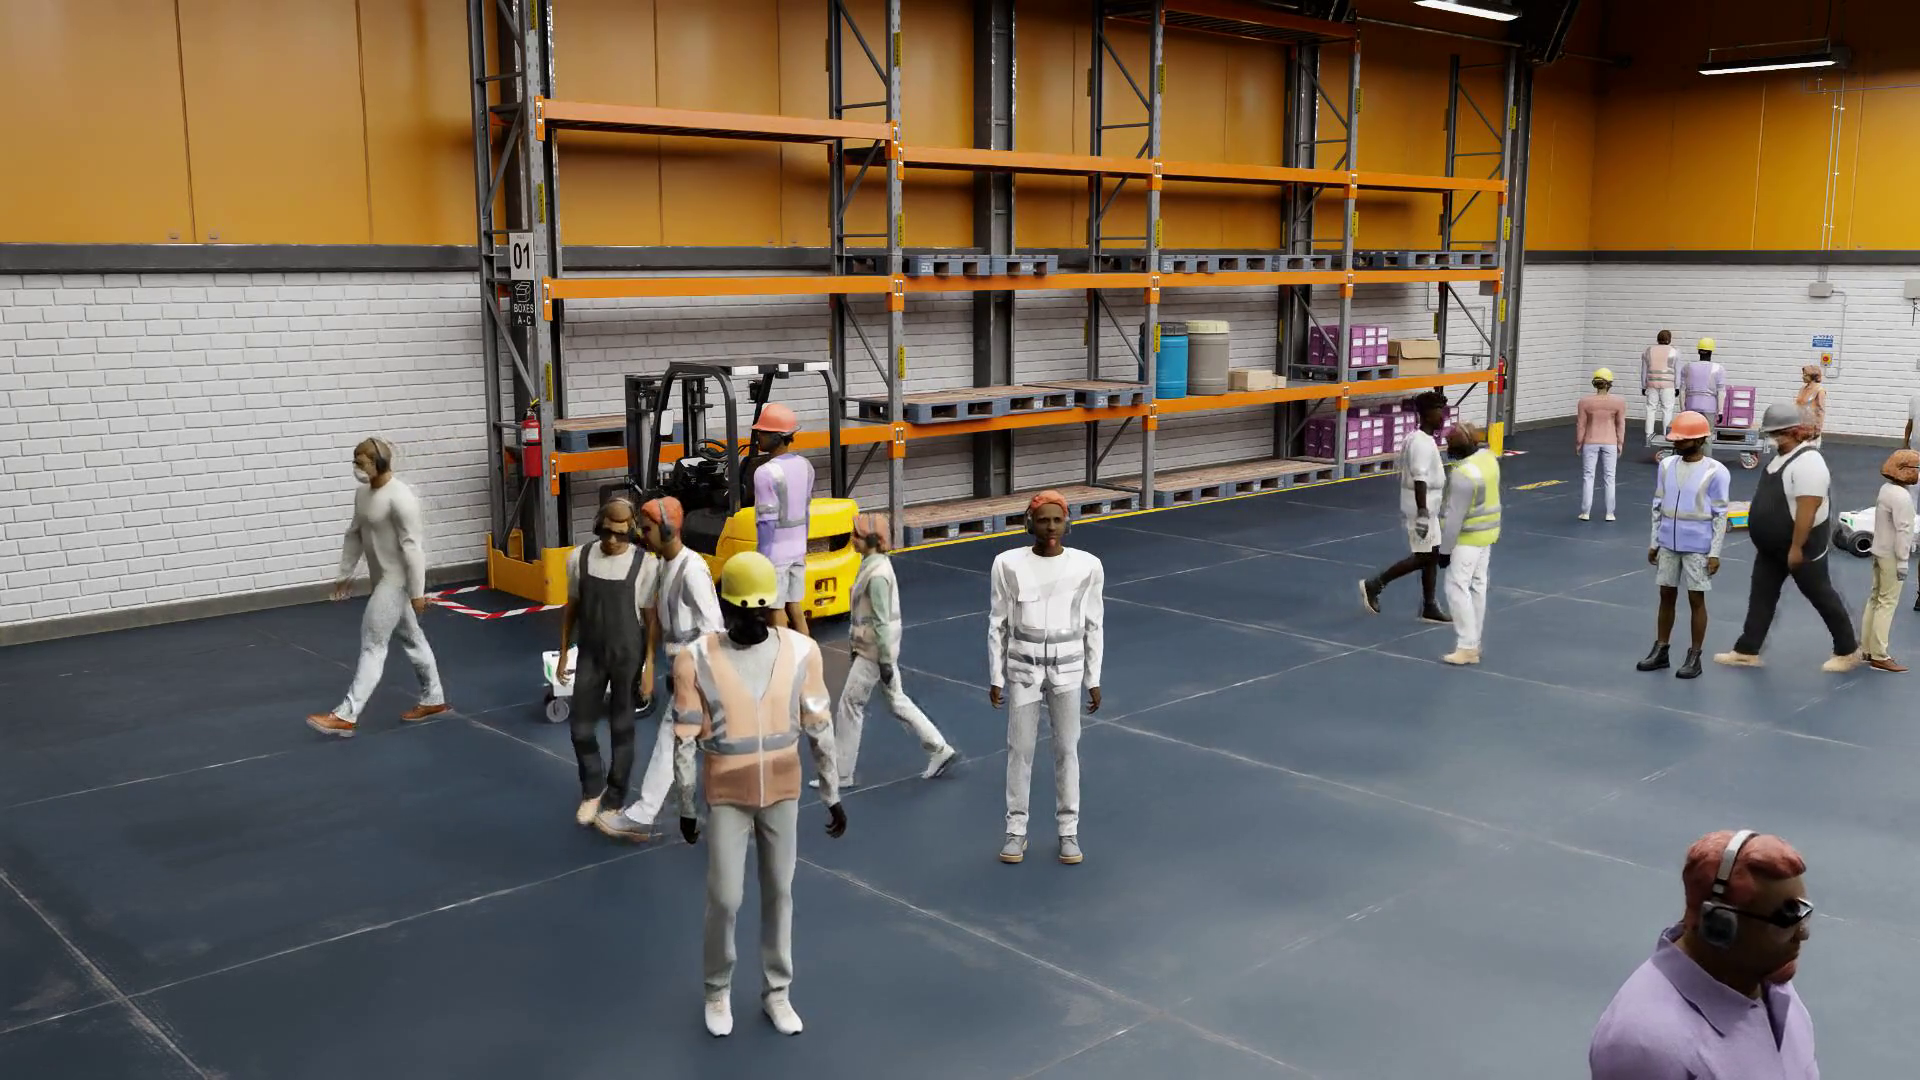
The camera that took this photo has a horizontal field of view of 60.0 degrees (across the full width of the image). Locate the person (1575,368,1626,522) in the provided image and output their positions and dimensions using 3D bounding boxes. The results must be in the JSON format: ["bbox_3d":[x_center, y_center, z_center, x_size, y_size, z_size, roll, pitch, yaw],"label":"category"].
[{"bbox_3d":[7.325,-1.085,19.048,0.523,1.763,0.329,3,10,17],"label":"person"}]

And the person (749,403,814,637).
[{"bbox_3d":[-1.231,0.096,11.297,0.362,2.046,0.614,4,11,24],"label":"person"}]

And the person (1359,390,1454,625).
[{"bbox_3d":[3.747,-0.264,13.690,0.726,1.950,0.617,4,10,21],"label":"person"}]

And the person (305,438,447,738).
[{"bbox_3d":[-3.747,0.299,10.567,1.006,1.885,0.649,-7,12,-37],"label":"person"}]

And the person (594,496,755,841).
[{"bbox_3d":[-1.379,0.673,8.633,1.013,1.818,0.574,-3,10,-16],"label":"person"}]

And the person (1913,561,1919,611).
[{"bbox_3d":[8.368,-0.315,14.028,0.360,1.936,0.552,-2,10,-12],"label":"person"}]

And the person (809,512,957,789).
[{"bbox_3d":[-0.424,0.627,9.489,0.811,1.604,0.515,0,10,-2],"label":"person"}]

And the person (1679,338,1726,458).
[{"bbox_3d":[10.135,-1.797,22.733,0.587,1.928,0.363,7,12,37],"label":"person"}]

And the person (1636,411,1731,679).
[{"bbox_3d":[5.226,0.033,12.003,0.376,1.932,0.543,-7,12,-35],"label":"person"}]

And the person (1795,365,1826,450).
[{"bbox_3d":[10.944,-1.433,21.451,0.310,1.636,0.522,-1,10,-5],"label":"person"}]

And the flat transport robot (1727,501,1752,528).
[{"bbox_3d":[8.604,-0.273,18.650,1.431,0.197,0.652,-4,10,-21],"label":"flat transport robot"}]

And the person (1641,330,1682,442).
[{"bbox_3d":[11.415,-2.495,27.068,0.619,1.845,0.430,8,12,38],"label":"person"}]

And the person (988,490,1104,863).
[{"bbox_3d":[0.426,0.685,8.324,0.580,1.884,0.352,0,10,3],"label":"person"}]

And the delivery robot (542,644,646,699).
[{"bbox_3d":[-2.399,0.844,11.010,0.707,0.478,0.477,-3,10,-17],"label":"delivery robot"}]

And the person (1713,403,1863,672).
[{"bbox_3d":[6.171,-0.050,12.171,1.002,2.000,0.758,1,10,4],"label":"person"}]

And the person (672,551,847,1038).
[{"bbox_3d":[-0.792,0.983,6.496,0.620,1.918,0.421,-4,11,-23],"label":"person"}]

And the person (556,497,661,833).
[{"bbox_3d":[-1.848,0.656,8.713,0.602,1.808,0.437,1,10,5],"label":"person"}]

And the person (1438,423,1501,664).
[{"bbox_3d":[3.805,0.017,12.487,0.431,1.810,0.695,8,13,40],"label":"person"}]

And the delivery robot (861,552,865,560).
[{"bbox_3d":[-1.058,-0.064,16.321,0.477,0.478,0.707,-1,10,-6],"label":"delivery robot"}]

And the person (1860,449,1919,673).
[{"bbox_3d":[6.857,0.143,12.231,0.265,1.631,0.507,2,10,13],"label":"person"}]

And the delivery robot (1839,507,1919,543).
[{"bbox_3d":[9.352,-0.161,16.892,0.707,0.478,0.477,1,10,8],"label":"delivery robot"}]

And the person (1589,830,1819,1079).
[{"bbox_3d":[1.542,1.513,3.418,0.651,1.905,0.409,-9,13,-42],"label":"person"}]

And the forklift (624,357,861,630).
[{"bbox_3d":[-1.847,-0.414,13.852,1.214,2.155,2.313,-9,13,-42],"label":"forklift"}]

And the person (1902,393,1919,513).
[{"bbox_3d":[10.440,-0.952,17.971,0.309,1.864,0.535,-6,11,-32],"label":"person"}]
